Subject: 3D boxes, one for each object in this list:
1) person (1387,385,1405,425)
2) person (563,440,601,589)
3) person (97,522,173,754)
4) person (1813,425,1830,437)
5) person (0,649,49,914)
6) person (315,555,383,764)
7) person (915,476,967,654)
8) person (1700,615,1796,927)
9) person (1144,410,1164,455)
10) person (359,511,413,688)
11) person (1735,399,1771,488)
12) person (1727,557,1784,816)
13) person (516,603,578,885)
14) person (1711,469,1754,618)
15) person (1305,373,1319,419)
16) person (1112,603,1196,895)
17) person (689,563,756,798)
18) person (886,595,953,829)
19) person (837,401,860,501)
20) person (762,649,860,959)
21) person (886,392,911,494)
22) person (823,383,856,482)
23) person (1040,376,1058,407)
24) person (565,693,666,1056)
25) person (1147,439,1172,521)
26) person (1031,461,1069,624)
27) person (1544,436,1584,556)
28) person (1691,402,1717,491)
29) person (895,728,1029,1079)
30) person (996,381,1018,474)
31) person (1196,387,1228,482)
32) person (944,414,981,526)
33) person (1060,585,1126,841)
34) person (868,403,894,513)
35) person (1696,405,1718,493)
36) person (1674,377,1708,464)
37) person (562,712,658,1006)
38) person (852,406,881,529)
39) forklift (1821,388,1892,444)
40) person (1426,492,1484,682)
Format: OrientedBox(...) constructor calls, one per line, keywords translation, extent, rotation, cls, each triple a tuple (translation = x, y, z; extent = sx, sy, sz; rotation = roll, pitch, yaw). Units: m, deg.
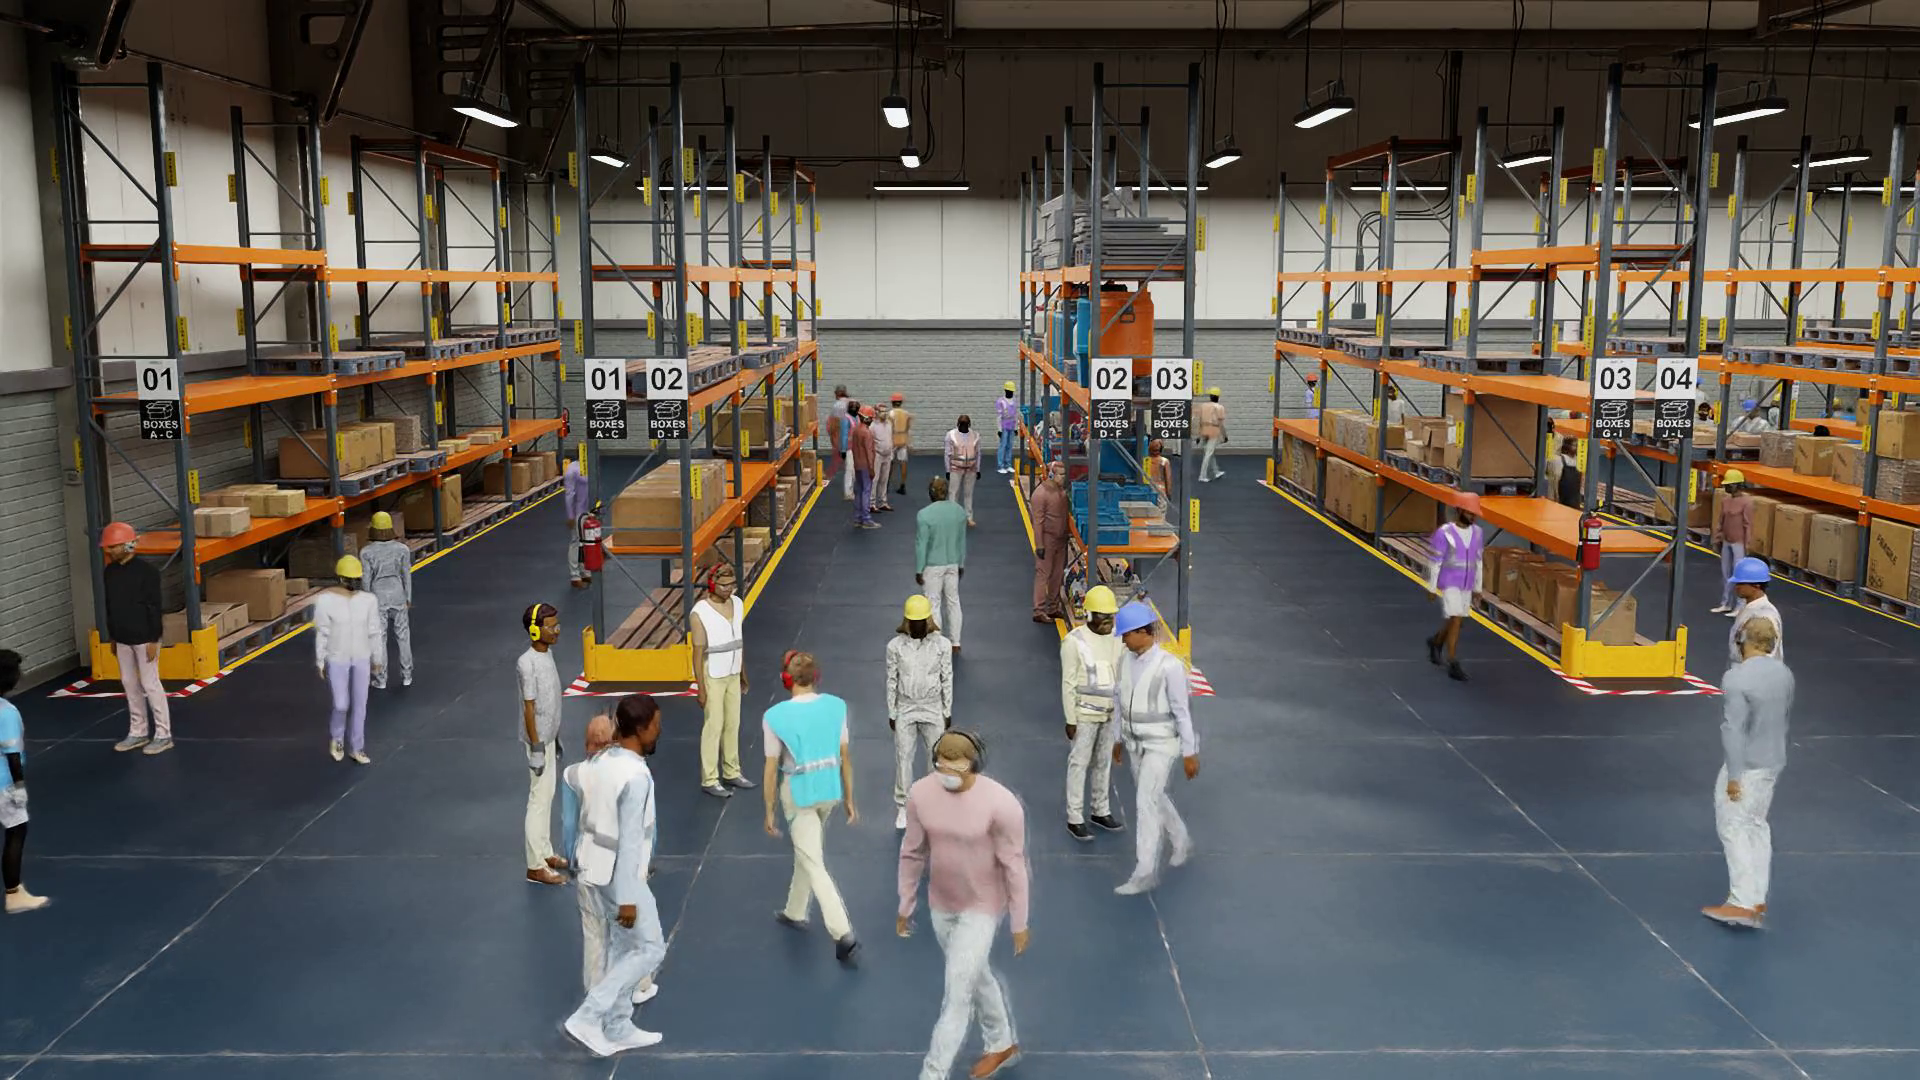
OrientedBox(translation=(8.964, -2.266, 34.345), extent=(0.387, 1.855, 0.562), rotation=(-6, 11, -35), cls="person")
OrientedBox(translation=(-4.903, -0.340, 21.665), extent=(0.355, 1.936, 0.635), rotation=(4, 10, 23), cls="person")
OrientedBox(translation=(-6.996, 0.822, 14.042), extent=(0.637, 1.981, 0.429), rotation=(4, 10, 22), cls="person")
OrientedBox(translation=(13.735, -0.990, 26.618), extent=(0.317, 1.696, 0.538), rotation=(4, 10, 22), cls="person")
OrientedBox(translation=(-6.124, 1.526, 10.483), extent=(0.660, 1.679, 0.461), rotation=(6, 11, 33), cls="person")
OrientedBox(translation=(-5.000, 0.987, 13.666), extent=(0.534, 1.754, 0.362), rotation=(-8, 12, -40), cls="person")
OrientedBox(translation=(-0.207, 0.282, 17.695), extent=(0.636, 1.932, 0.370), rotation=(-7, 11, -36), cls="person")
OrientedBox(translation=(4.957, 1.431, 10.408), extent=(0.732, 1.896, 0.479), rotation=(-6, 11, -33), cls="person")
OrientedBox(translation=(3.824, -2.171, 33.264), extent=(0.618, 1.990, 0.394), rotation=(-3, 9, -20), cls="person")
OrientedBox(translation=(-5.629, 0.584, 16.333), extent=(0.487, 1.746, 0.290), rotation=(-5, 10, -31), cls="person")
OrientedBox(translation=(13.860, -1.508, 29.214), extent=(0.470, 1.937, 0.686), rotation=(-7, 11, -39), cls="person")
OrientedBox(translation=(5.929, 1.091, 12.477), extent=(0.422, 1.940, 0.601), rotation=(2, 9, 11), cls="person")
OrientedBox(translation=(-2.757, 1.341, 11.064), extent=(0.328, 1.872, 0.510), rotation=(0, 9, 0), cls="person")
OrientedBox(translation=(9.225, 0.035, 19.836), extent=(0.360, 1.758, 0.549), rotation=(-1, 9, -9), cls="person")
OrientedBox(translation=(7.892, -2.783, 37.374), extent=(0.354, 1.939, 0.545), rotation=(8, 12, 41), cls="person")
OrientedBox(translation=(1.321, 1.343, 11.063), extent=(0.874, 1.893, 0.642), rotation=(-6, 11, -35), cls="person")
OrientedBox(translation=(-1.874, 1.076, 12.900), extent=(0.394, 1.832, 0.576), rotation=(5, 10, 30), cls="person")
OrientedBox(translation=(-0.296, 1.249, 12.097), extent=(0.485, 1.736, 0.321), rotation=(0, 9, -1), cls="person")
OrientedBox(translation=(-2.001, -1.638, 30.477), extent=(0.490, 1.814, 0.735), rotation=(2, 9, 16), cls="person")
OrientedBox(translation=(-0.863, 1.558, 9.915), extent=(0.575, 1.805, 0.949), rotation=(-7, 11, -39), cls="person")
OrientedBox(translation=(-1.222, -1.831, 31.379), extent=(0.576, 1.893, 0.935), rotation=(-5, 10, -27), cls="person")
OrientedBox(translation=(-2.312, -2.184, 33.192), extent=(1.028, 2.000, 0.706), rotation=(3, 9, 19), cls="person")
OrientedBox(translation=(1.964, -2.787, 37.211), extent=(0.375, 1.997, 0.612), rotation=(-6, 10, -32), cls="person")
OrientedBox(translation=(-1.735, 1.725, 8.502), extent=(0.485, 1.894, 0.639), rotation=(-4, 10, -25), cls="person")
OrientedBox(translation=(2.922, -0.682, 24.817), extent=(0.511, 1.640, 0.308), rotation=(6, 11, 34), cls="person")
OrientedBox(translation=(1.089, 0.023, 19.468), extent=(0.399, 1.900, 0.648), rotation=(6, 11, 34), cls="person")
OrientedBox(translation=(8.714, -0.607, 23.868), extent=(0.516, 1.800, 0.982), rotation=(-1, 9, -5), cls="person")
OrientedBox(translation=(13.090, -1.500, 29.372), extent=(0.521, 1.864, 0.335), rotation=(1, 9, 6), cls="person")
OrientedBox(translation=(-0.026, 1.810, 8.019), extent=(0.662, 1.874, 0.983), rotation=(6, 11, 36), cls="person")
OrientedBox(translation=(1.002, -2.341, 34.574), extent=(0.381, 1.923, 0.591), rotation=(8, 12, 42), cls="person")
OrientedBox(translation=(5.067, -2.101, 33.173), extent=(0.953, 1.870, 0.584), rotation=(-7, 11, -39), cls="person")
OrientedBox(translation=(0.052, -1.127, 27.057), extent=(0.621, 1.838, 0.429), rotation=(-3, 9, -16), cls="person")
OrientedBox(translation=(0.985, 1.224, 11.937), extent=(0.592, 1.833, 0.404), rotation=(-7, 11, -39), cls="person")
OrientedBox(translation=(-1.369, -1.416, 28.721), extent=(0.398, 1.899, 0.648), rotation=(7, 11, 38), cls="person")
OrientedBox(translation=(13.659, -1.583, 30.249), extent=(0.573, 1.749, 0.342), rotation=(-6, 11, -34), cls="person")
OrientedBox(translation=(15.912, -2.590, 36.181), extent=(0.621, 1.919, 0.520), rotation=(-1, 9, -5), cls="person")
OrientedBox(translation=(-1.917, 1.759, 9.126), extent=(0.515, 1.636, 0.314), rotation=(0, 9, 1), cls="person")
OrientedBox(translation=(-1.528, -1.177, 26.892), extent=(0.392, 1.986, 0.609), rotation=(-5, 10, -28), cls="person")
OrientedBox(translation=(20.072, -3.110, 36.462), extent=(1.873, 2.768, 1.129), rotation=(0, 9, 0), cls="forklift")
OrientedBox(translation=(5.000, 0.430, 16.876), extent=(0.567, 1.898, 0.827), rotation=(-3, 9, -20), cls="person")
